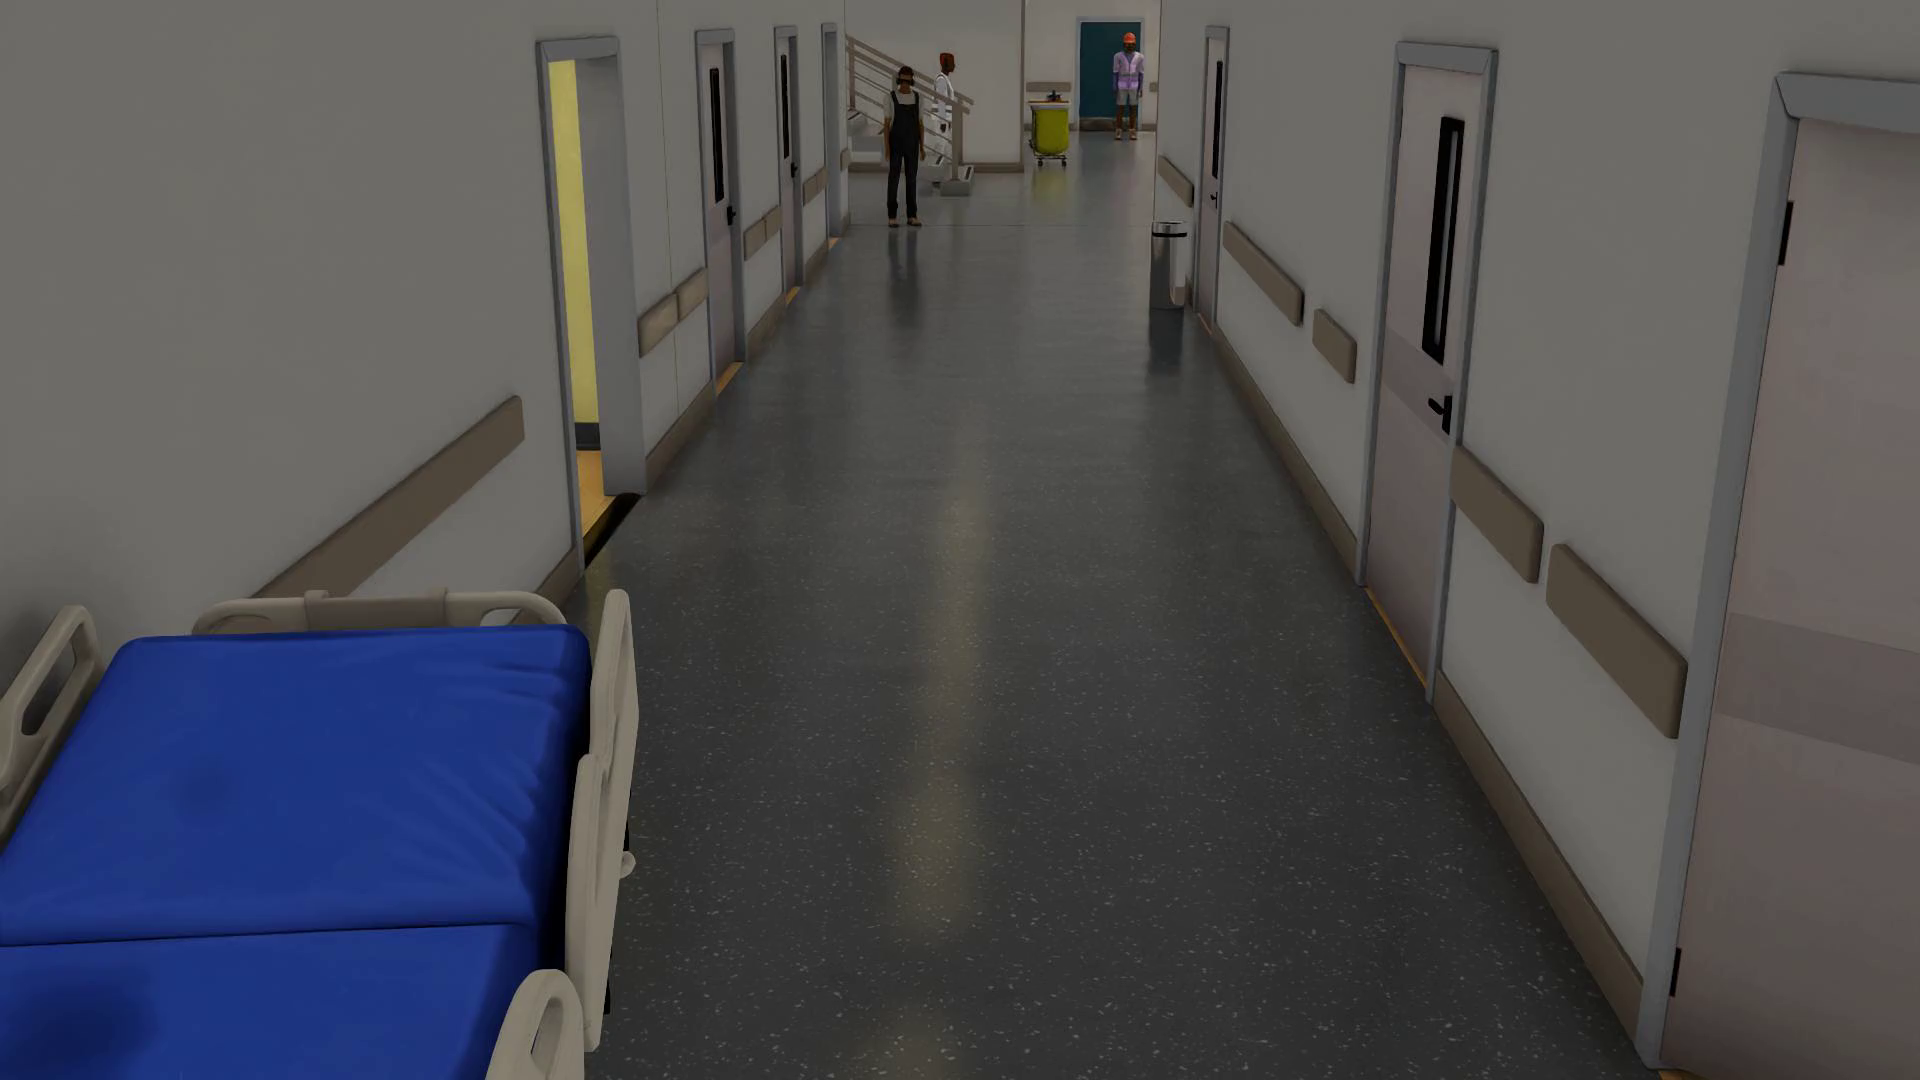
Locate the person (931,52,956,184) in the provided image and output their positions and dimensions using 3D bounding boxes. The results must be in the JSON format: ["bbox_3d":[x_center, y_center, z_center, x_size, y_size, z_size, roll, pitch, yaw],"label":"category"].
[{"bbox_3d":[-0.243,-6.154,24.309,0.355,1.875,0.575,1,18,3],"label":"person"}]

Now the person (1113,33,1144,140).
[{"bbox_3d":[3.290,-8.859,32.531,0.608,2.044,0.371,0,18,-1],"label":"person"}]

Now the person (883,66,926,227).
[{"bbox_3d":[-0.643,-4.590,19.446,0.507,1.838,0.351,-6,19,-19],"label":"person"}]
